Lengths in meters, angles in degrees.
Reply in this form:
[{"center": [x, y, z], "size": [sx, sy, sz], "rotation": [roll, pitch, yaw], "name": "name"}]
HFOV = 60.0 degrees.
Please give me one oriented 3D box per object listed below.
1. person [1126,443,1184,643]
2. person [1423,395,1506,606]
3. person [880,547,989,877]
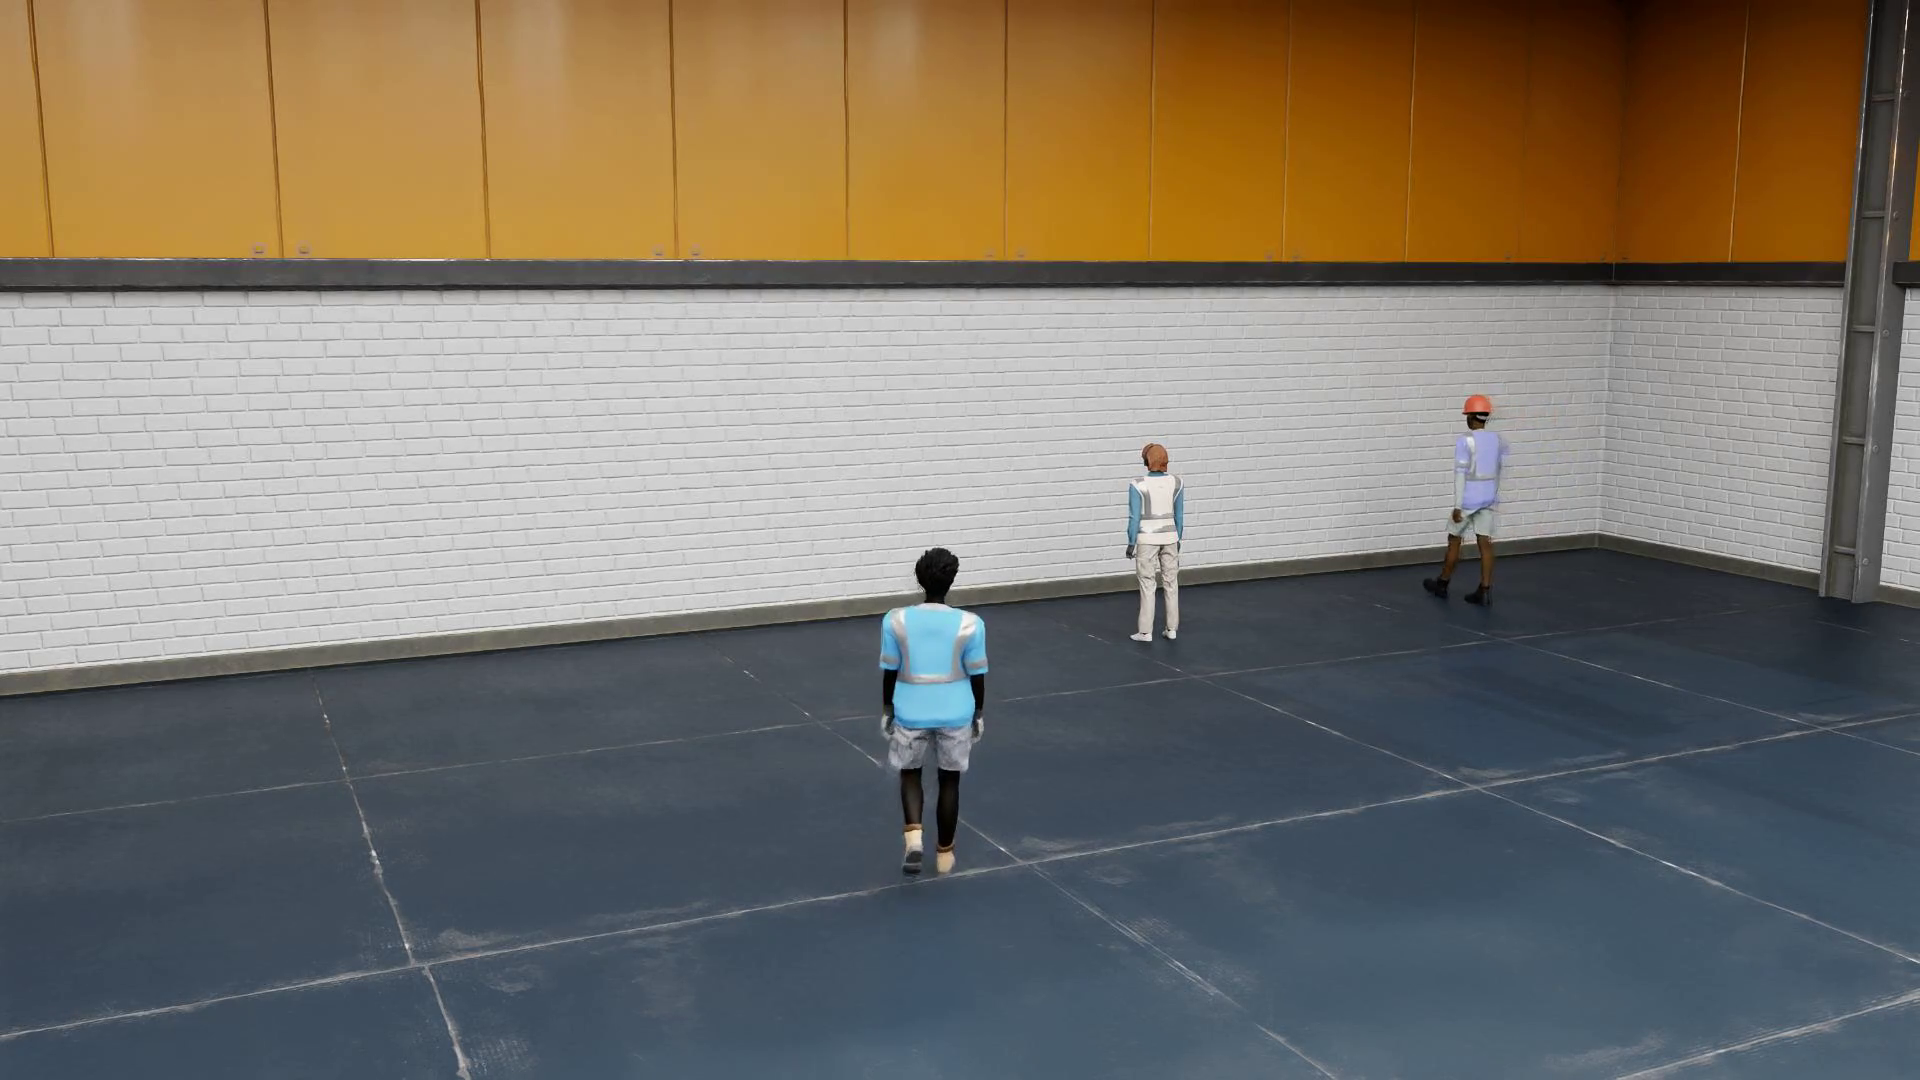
[{"center": [1.601, 0.029, 13.621], "size": [0.513, 1.642, 0.313], "rotation": [-4, 10, -21], "name": "person"}, {"center": [4.666, -0.379, 15.307], "size": [0.573, 1.910, 0.783], "rotation": [-4, 10, -21], "name": "person"}, {"center": [-0.127, 0.875, 8.242], "size": [0.543, 1.679, 0.431], "rotation": [0, 9, 3], "name": "person"}]
